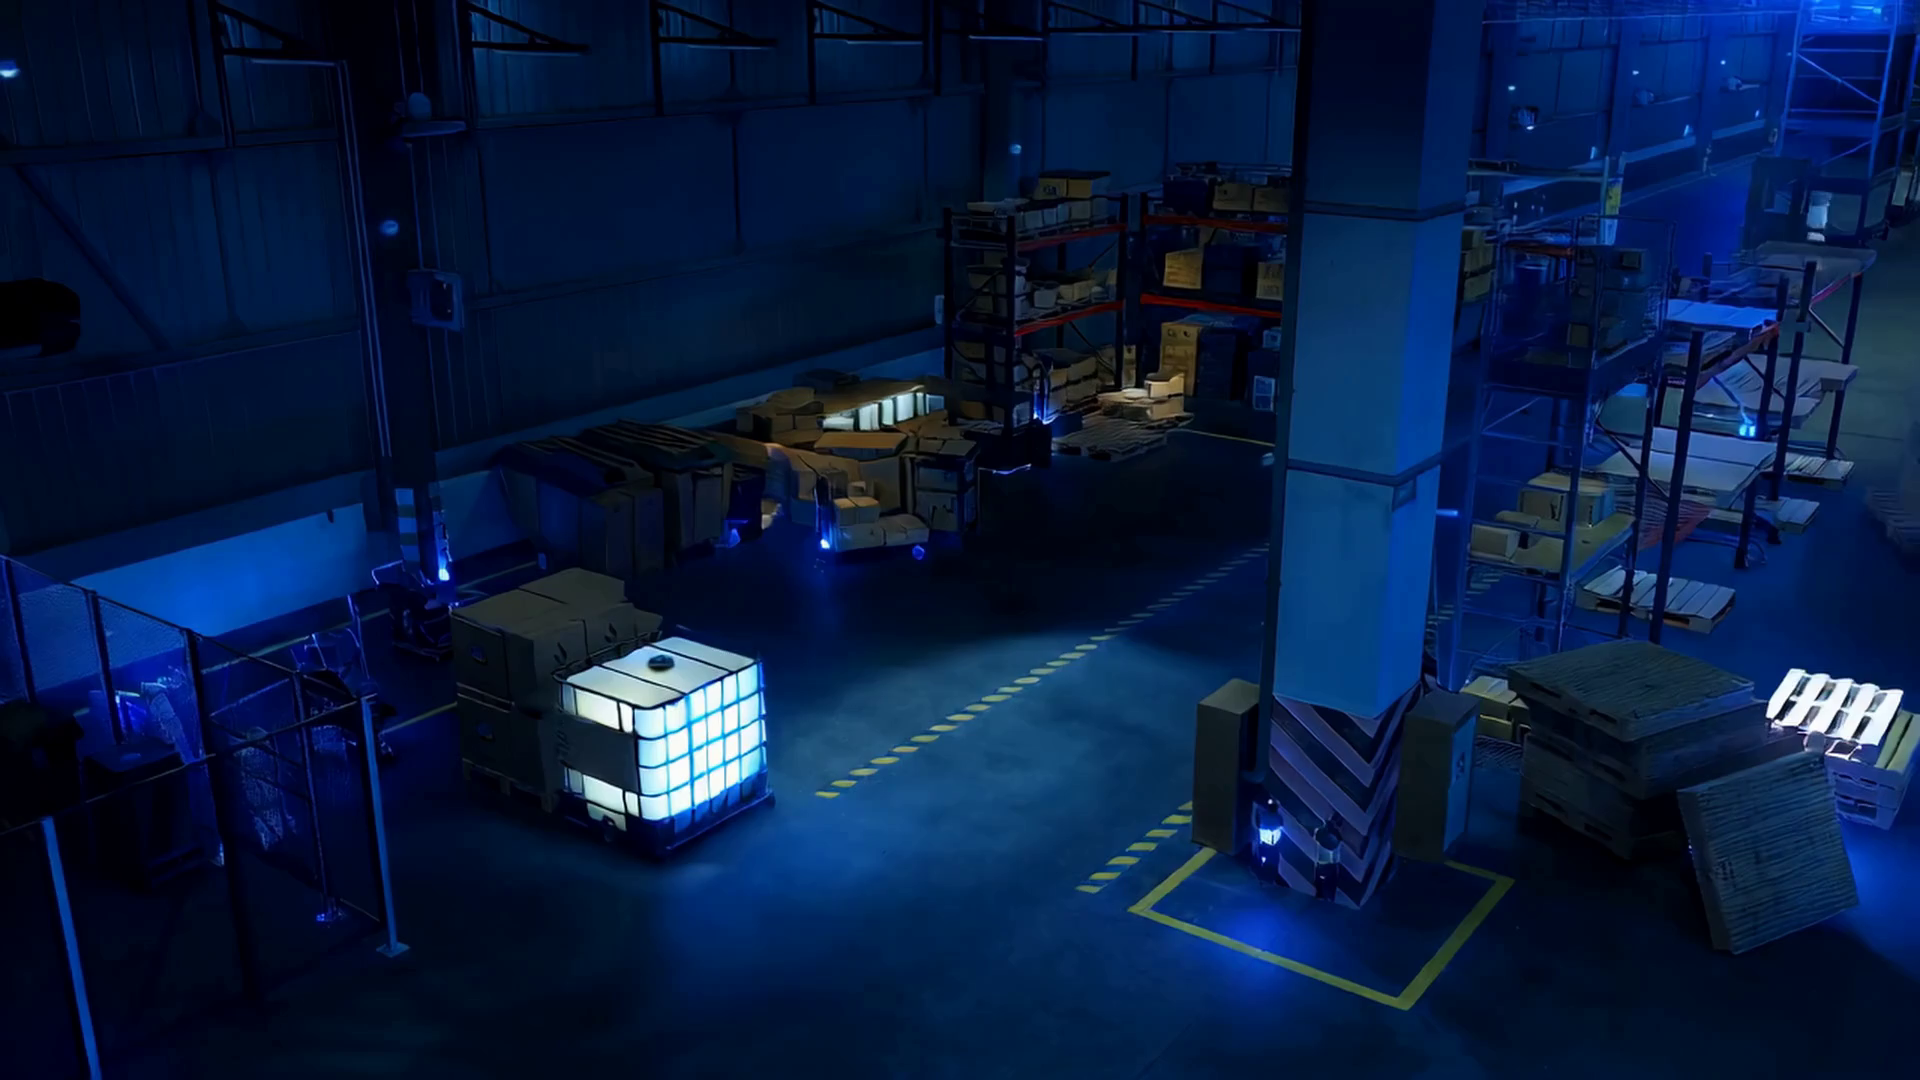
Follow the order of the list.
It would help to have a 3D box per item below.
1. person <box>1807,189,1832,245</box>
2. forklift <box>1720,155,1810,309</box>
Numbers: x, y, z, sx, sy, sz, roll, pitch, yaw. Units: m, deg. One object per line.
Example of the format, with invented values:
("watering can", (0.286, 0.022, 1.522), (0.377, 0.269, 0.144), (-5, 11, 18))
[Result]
("person", (17.704, -6.245, 34.250), (0.581, 1.918, 0.613), (-12, 21, -32))
("forklift", (15.363, -5.849, 31.521), (1.129, 2.768, 1.873), (13, 22, 34))
